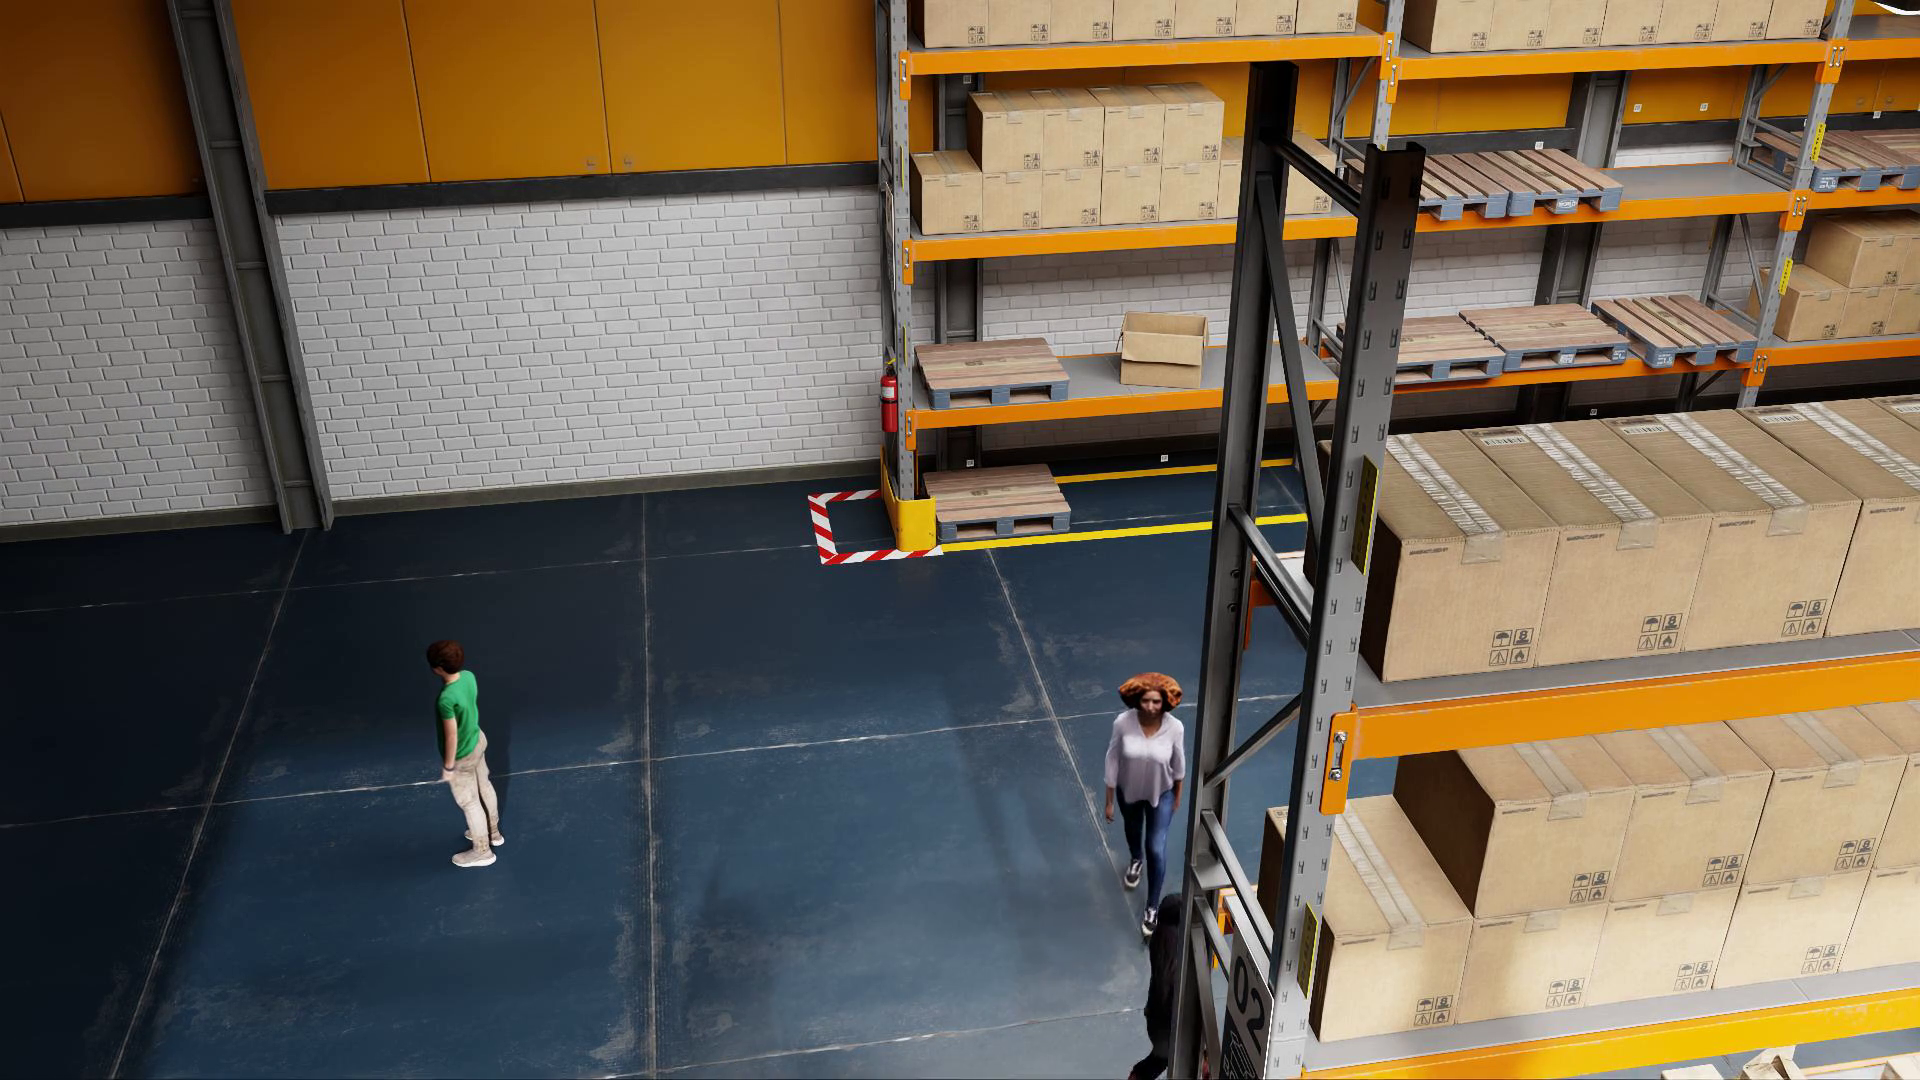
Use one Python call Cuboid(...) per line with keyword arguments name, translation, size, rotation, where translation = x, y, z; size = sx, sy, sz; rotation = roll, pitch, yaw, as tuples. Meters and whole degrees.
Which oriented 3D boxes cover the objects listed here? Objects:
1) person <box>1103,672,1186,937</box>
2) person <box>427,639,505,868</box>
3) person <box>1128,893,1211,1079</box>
Cuboid(name="person", translation=(1.169, 1.496, 10.362), size=(1.032, 1.687, 0.971), rotation=(9, 30, 16))
Cuboid(name="person", translation=(-3.170, 1.348, 10.670), size=(0.609, 1.651, 0.632), rotation=(3, 29, 6))
Cuboid(name="person", translation=(0.987, 2.518, 8.509), size=(1.155, 1.667, 0.638), rotation=(-4, 29, -8))
